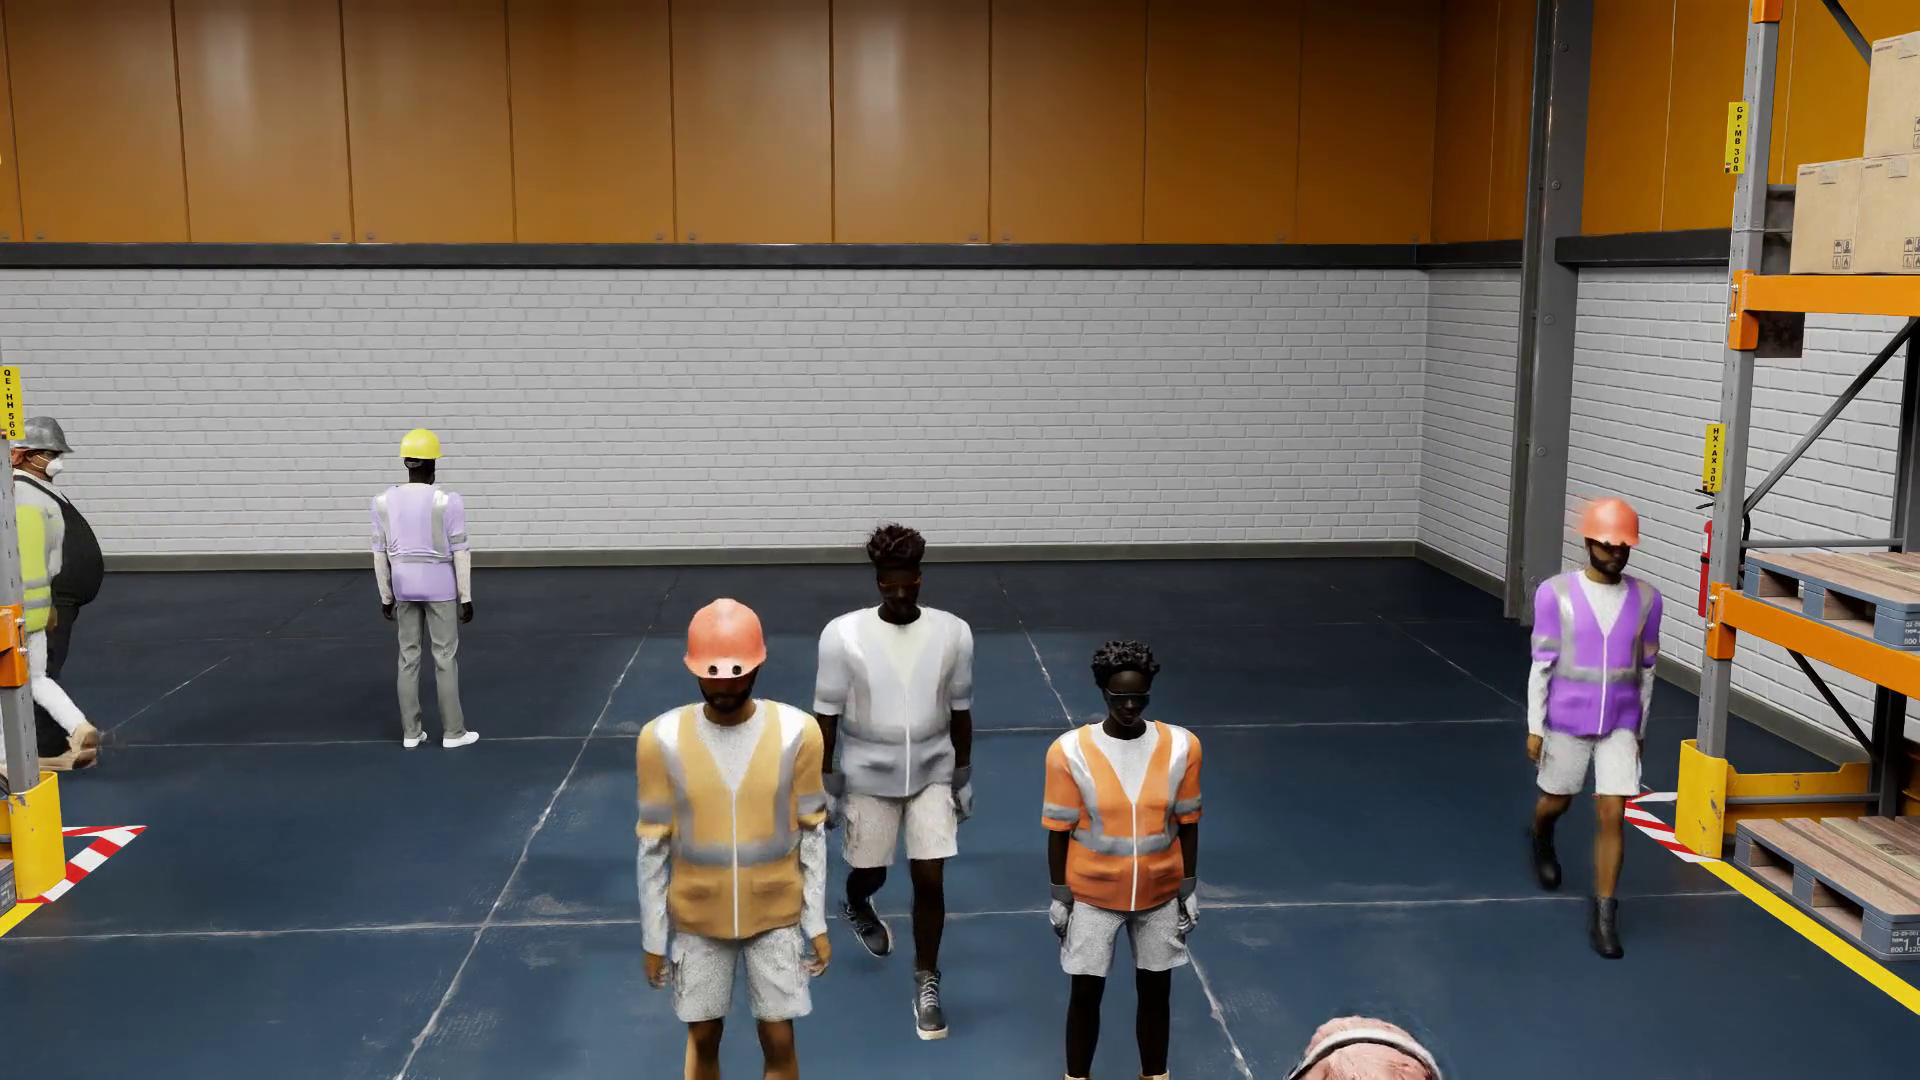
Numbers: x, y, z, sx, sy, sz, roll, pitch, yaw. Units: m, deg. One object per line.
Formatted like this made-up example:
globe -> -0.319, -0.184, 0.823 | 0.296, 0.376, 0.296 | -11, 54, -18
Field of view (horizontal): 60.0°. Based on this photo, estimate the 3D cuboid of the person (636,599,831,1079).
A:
person -> -0.665, 1.115, 4.898 | 0.569, 1.922, 0.501 | -1, 9, -8

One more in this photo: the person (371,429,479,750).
person -> -3.185, 0.301, 9.920 | 0.585, 1.928, 0.369 | 1, 9, 6

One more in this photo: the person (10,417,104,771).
person -> -5.239, 0.294, 9.615 | 0.537, 2.000, 0.675 | -4, 10, -26

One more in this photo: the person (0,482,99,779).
person -> -5.225, 0.468, 9.234 | 0.661, 1.821, 0.633 | 3, 10, 20

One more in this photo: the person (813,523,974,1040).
person -> -0.266, 0.862, 6.374 | 0.633, 1.932, 0.755 | -2, 9, -14

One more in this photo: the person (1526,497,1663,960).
person -> 2.720, 0.745, 7.206 | 0.550, 1.916, 0.870 | 1, 9, 7

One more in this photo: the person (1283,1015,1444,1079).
person -> 0.591, 1.532, 2.474 | 0.691, 1.858, 1.005 | 4, 10, 26

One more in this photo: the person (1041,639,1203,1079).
person -> 0.525, 1.140, 5.404 | 0.530, 1.689, 0.321 | -1, 9, -7
